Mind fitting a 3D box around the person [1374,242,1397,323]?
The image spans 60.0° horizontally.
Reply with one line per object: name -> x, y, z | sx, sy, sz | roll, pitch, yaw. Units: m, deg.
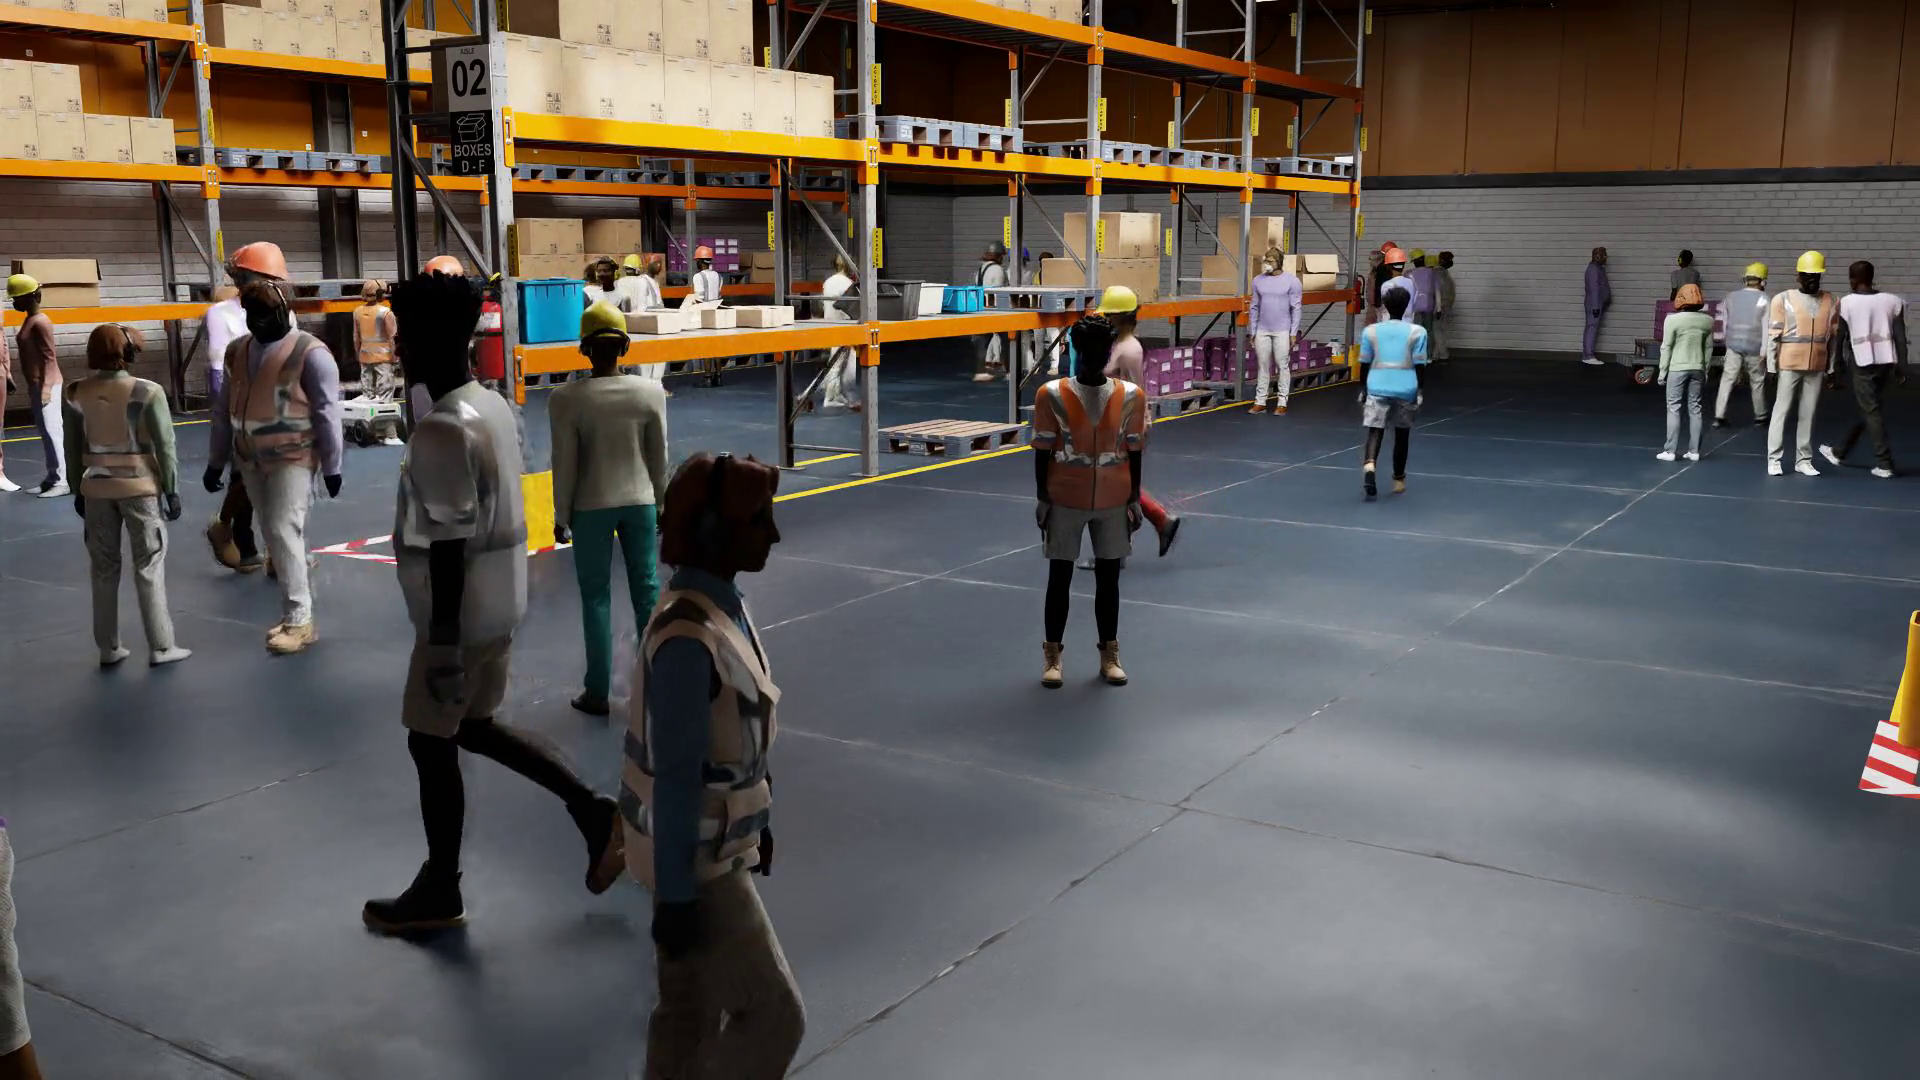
person -> 6.792, -3.744, 26.506 | 0.382, 1.995, 0.612 | 0, 10, -2

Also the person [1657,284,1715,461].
person -> 6.672, -1.536, 15.297 | 0.494, 1.624, 0.282 | -2, 10, -10

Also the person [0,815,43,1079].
person -> -1.559, 0.645, 2.344 | 0.545, 1.938, 0.355 | 1, 10, 7

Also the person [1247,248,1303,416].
person -> 3.635, -2.401, 19.234 | 0.629, 1.934, 0.376 | 7, 13, 36

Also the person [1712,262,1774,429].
person -> 8.472, -2.082, 17.903 | 0.956, 1.787, 0.604 | -8, 13, -39

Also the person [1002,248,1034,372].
person -> 0.908, -3.561, 25.761 | 0.633, 1.889, 0.907 | 6, 12, 31

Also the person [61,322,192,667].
person -> -3.963, -0.207, 7.891 | 0.522, 1.638, 0.310 | 0, 10, 1

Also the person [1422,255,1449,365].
person -> 7.607, -3.712, 26.911 | 0.780, 1.780, 0.615 | 0, 10, -2

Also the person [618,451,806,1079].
person -> -0.494, 0.632, 3.303 | 0.407, 1.623, 0.514 | -1, 10, -6

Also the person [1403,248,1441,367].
person -> 7.371, -3.720, 26.682 | 0.599, 1.882, 0.845 | 1, 10, 3

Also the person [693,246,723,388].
person -> -3.496, -3.052, 22.827 | 0.370, 1.935, 0.552 | 5, 12, 28

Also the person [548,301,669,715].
person -> -1.497, -0.134, 7.133 | 0.523, 1.769, 0.310 | -6, 12, -31

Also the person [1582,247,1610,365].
person -> 10.401, -3.824, 27.191 | 0.410, 1.909, 0.642 | 3, 11, 17

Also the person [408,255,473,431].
person -> -3.120, -0.751, 10.108 | 0.541, 1.929, 0.380 | 6, 12, 31

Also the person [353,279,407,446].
person -> -5.744, -1.745, 16.414 | 0.522, 1.639, 0.309 | 4, 11, 23

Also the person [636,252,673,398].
person -> -3.890, -2.752, 21.396 | 0.633, 1.861, 0.569 | 0, 10, 0

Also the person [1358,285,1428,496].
person -> 3.383, -1.159, 13.089 | 0.542, 1.677, 0.726 | 4, 11, 22

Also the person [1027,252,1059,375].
person -> 1.293, -3.411, 25.084 | 0.626, 1.844, 0.429 | 7, 12, 34

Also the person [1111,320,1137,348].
person -> 2.361, -3.224, 23.880 | 0.931, 1.907, 0.637 | -9, 14, -41

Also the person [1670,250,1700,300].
person -> 11.499, -3.682, 26.509 | 0.514, 1.872, 0.328 | -3, 11, -14

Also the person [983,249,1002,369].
person -> 0.483, -3.640, 26.238 | 0.356, 1.882, 0.574 | -5, 12, -28

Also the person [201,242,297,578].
person -> -4.215, -0.755, 9.894 | 0.637, 2.019, 0.614 | 6, 12, 31

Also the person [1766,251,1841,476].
person -> 7.232, -1.503, 14.274 | 0.595, 1.925, 0.370 | 0, 10, 2

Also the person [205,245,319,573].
person -> -4.260, -0.785, 10.115 | 0.613, 1.991, 0.392 | 3, 11, 16

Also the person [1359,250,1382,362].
person -> 6.855, -3.833, 27.404 | 0.959, 1.851, 0.665 | -2, 10, -11

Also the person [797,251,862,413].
person -> -1.451, -2.379, 19.231 | 0.895, 1.905, 0.650 | -5, 11, -24

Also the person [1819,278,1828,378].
person -> 12.296, -3.094, 24.001 | 0.803, 1.594, 0.521 | 2, 10, 12

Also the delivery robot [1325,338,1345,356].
delivery robot -> 5.603, -2.783, 24.908 | 0.477, 0.478, 0.707 | 6, 12, 29

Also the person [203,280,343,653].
person -> -3.450, -0.359, 8.224 | 0.641, 1.821, 0.650 | 5, 11, 24

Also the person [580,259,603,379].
person -> -3.636, -1.879, 16.616 | 0.526, 1.823, 0.575 | 0, 10, 0

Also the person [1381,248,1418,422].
person -> 4.848, -2.283, 18.578 | 0.547, 1.934, 0.375 | -8, 13, -37

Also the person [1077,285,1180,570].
person -> 1.037, -0.677, 10.165 | 0.573, 1.748, 0.539 | 0, 10, -2

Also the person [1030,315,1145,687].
person -> 0.582, -0.173, 7.552 | 0.532, 1.693, 0.319 | -1, 10, -6

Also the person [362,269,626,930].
person -> -1.377, 0.193, 4.823 | 0.743, 1.947, 0.618 | 0, 10, 0

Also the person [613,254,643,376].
person -> -4.305, -2.859, 22.044 | 0.586, 1.835, 0.403 | 4, 11, 19

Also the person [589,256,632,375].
person -> -3.311, -1.737, 15.711 | 0.532, 1.876, 0.319 | 7, 12, 34

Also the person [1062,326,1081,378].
person -> 1.529, -2.587, 20.534 | 0.564, 1.839, 0.376 | 3, 11, 17

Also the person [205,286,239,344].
person -> -6.784, -1.566, 15.521 | 0.496, 1.597, 0.726 | -2, 10, -11

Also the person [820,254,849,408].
person -> -1.460, -2.538, 20.192 | 0.631, 1.854, 0.582 | -9, 14, -41

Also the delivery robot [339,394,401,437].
delivery robot -> -5.872, -1.273, 16.541 | 0.707, 0.478, 0.477 | 10, 14, 43

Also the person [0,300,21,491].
person -> -7.809, -1.303, 13.224 | 0.401, 1.906, 0.650 | 4, 11, 21

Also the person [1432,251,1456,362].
person -> 7.973, -3.847, 27.505 | 0.429, 1.839, 0.634 | 3, 11, 14

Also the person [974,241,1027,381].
person -> 0.585, -3.314, 23.991 | 0.852, 2.000, 0.714 | -5, 11, -27

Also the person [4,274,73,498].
person -> -7.265, -1.207, 13.108 | 0.343, 1.757, 0.526 | -9, 13, -40

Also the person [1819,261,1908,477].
person -> 7.898, -1.504, 14.527 | 0.601, 1.835, 1.024 | -1, 10, -4
